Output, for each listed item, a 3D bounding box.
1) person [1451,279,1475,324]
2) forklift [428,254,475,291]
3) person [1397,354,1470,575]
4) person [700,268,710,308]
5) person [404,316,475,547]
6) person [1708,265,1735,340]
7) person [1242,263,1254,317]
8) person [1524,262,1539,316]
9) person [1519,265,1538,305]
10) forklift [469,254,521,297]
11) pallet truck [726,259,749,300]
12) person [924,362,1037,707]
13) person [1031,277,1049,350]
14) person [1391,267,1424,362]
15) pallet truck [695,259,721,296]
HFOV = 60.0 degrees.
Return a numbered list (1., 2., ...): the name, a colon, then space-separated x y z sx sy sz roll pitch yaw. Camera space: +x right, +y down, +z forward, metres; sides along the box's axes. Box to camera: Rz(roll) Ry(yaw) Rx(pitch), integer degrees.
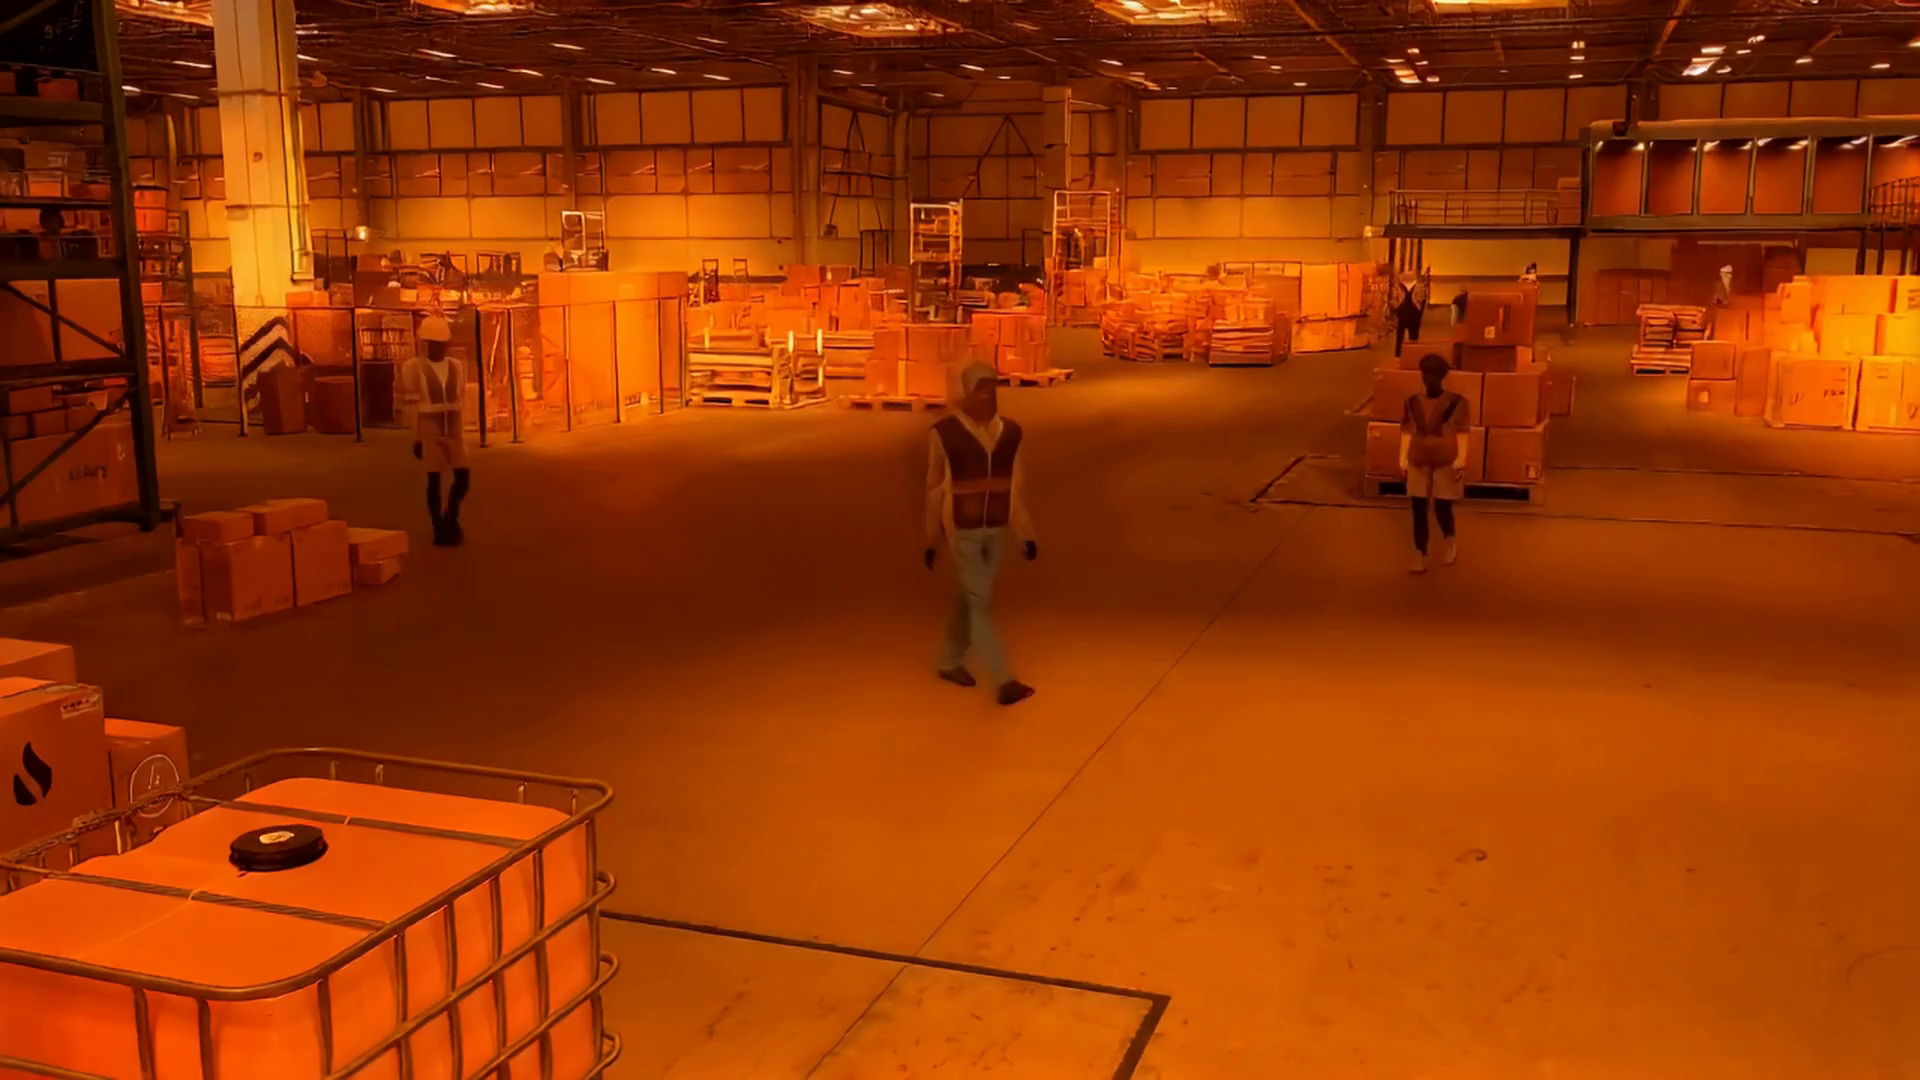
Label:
1. person: 9.102 -3.713 29.788 0.653 1.882 1.007 10 14 43
2. forklift: -20.133 -10.254 65.465 1.157 1.987 2.680 3 11 19
3. person: 3.586 -0.570 12.631 0.556 1.684 0.379 8 13 37
4. person: -7.003 -6.549 45.802 0.309 1.868 0.535 -2 10 -9
5. person: -4.292 -0.884 13.747 0.554 1.921 0.399 -9 13 -41
6. person: 18.459 -5.604 40.100 0.632 1.997 0.970 -5 11 -27
7. person: 9.937 -8.585 57.262 0.416 1.867 0.620 -2 10 -11
8. person: 20.002 -8.765 58.210 0.792 1.898 0.575 -4 11 -21
9. person: 16.709 -7.137 48.983 0.542 1.920 0.782 2 10 9
10. forklift: -17.990 -10.121 64.684 1.157 1.987 2.680 3 11 17
11. pallet truck: -7.986 -9.493 62.019 0.823 1.965 1.885 3 11 17
12. person: 0.146 -0.042 9.158 0.614 1.862 0.987 -7 12 -35
13. person: 1.916 -5.407 39.705 0.519 1.741 0.527 7 13 36
14. person: 9.400 -4.707 34.945 0.674 2.000 0.535 3 11 19
15. pallet truck: -9.165 -9.627 62.776 0.823 1.965 1.885 4 11 23
